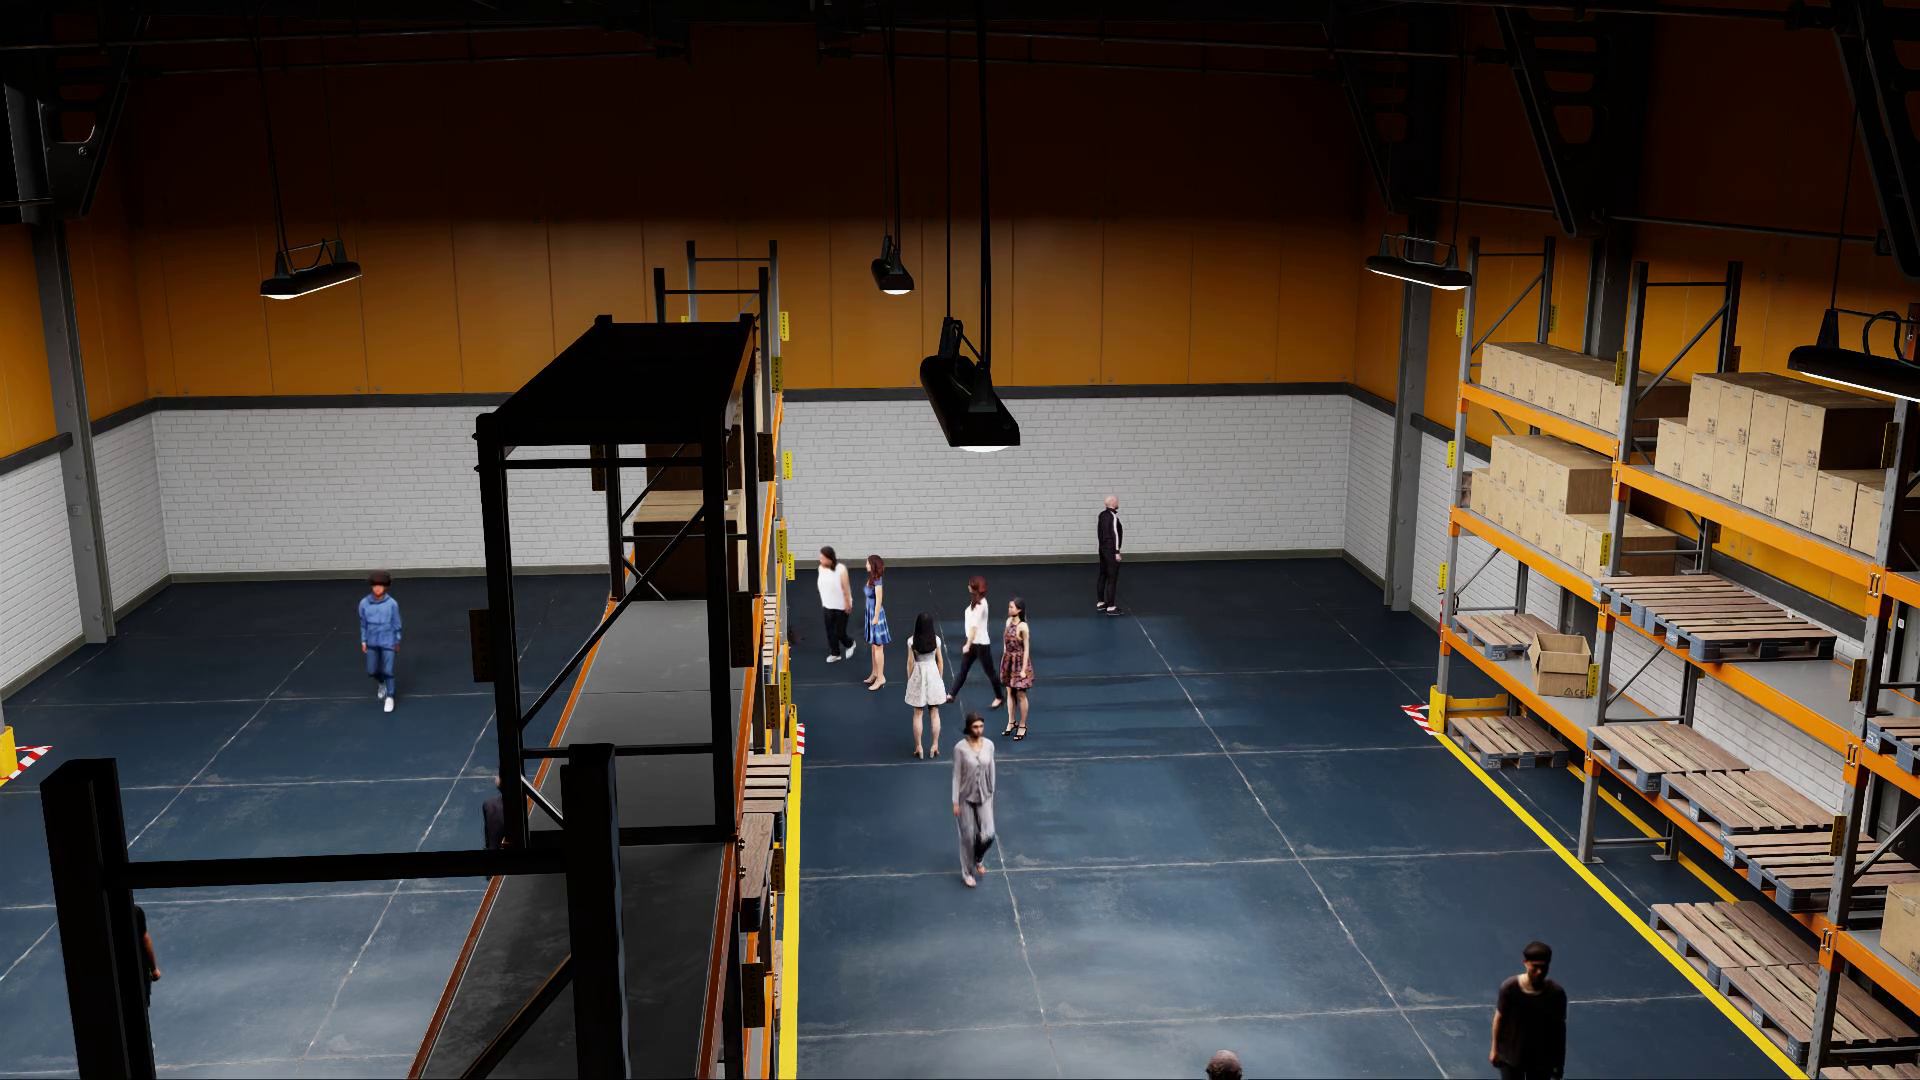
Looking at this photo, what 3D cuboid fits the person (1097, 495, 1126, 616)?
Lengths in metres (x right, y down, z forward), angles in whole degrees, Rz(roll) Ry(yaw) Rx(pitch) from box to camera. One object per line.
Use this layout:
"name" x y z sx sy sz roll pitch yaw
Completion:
"person" 2.281 0.208 25.474 0.808 1.836 0.644 -6 15 -24

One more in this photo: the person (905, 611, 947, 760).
"person" -0.404 1.692 19.474 0.628 1.775 0.608 -1 14 -5

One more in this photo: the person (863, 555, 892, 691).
"person" -1.130 1.071 21.970 0.760 1.806 0.554 -3 14 -14

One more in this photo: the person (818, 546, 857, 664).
"person" -1.679 0.882 23.049 0.862 1.667 0.922 11 17 38

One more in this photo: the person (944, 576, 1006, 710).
"person" 0.335 1.338 20.995 0.776 1.746 1.083 -3 14 -13

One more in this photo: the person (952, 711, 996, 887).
"person" 0.086 2.487 16.215 0.666 1.762 0.707 -4 14 -16

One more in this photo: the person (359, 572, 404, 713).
"person" -7.362 1.264 21.201 0.660 1.794 0.780 -1 14 -5

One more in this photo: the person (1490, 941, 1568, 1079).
"person" 4.012 3.588 11.794 0.695 1.703 0.655 2 14 9

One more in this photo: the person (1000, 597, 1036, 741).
"person" 0.680 1.544 20.090 0.852 1.773 0.769 -9 16 -34
